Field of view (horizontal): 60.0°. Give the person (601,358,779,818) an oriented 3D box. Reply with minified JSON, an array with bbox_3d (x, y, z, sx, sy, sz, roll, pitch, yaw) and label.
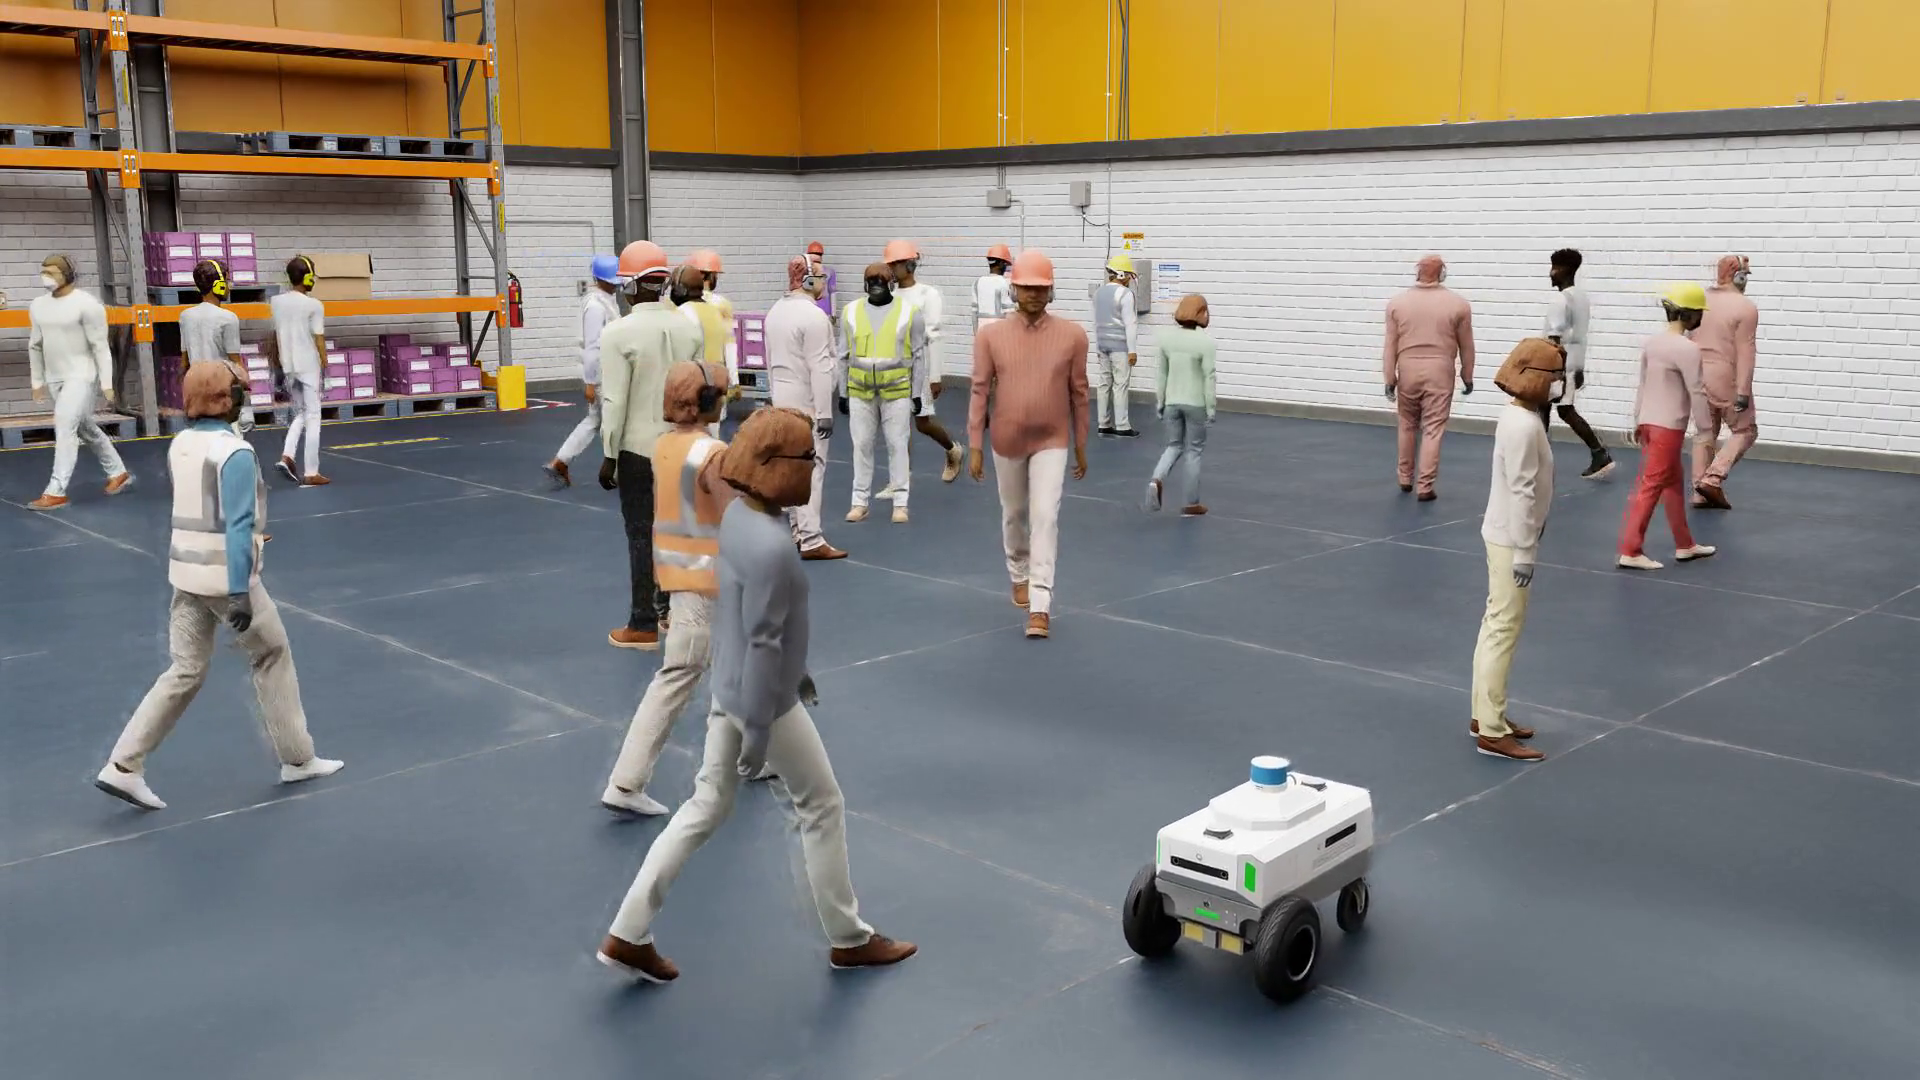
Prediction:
[{"bbox_3d":[-0.931,0.160,5.876,0.852,1.600,0.509,-6,12,-30],"label":"person"}]

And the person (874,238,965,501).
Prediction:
[{"bbox_3d":[-0.338,-1.328,12.921,0.624,2.012,0.875,8,13,37],"label":"person"}]

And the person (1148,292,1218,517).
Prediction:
[{"bbox_3d":[1.593,-0.953,11.869,0.519,1.618,0.497,9,14,41],"label":"person"}]

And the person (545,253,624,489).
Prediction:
[{"bbox_3d":[-2.897,-1.307,13.102,0.800,1.891,0.672,-1,10,-6],"label":"person"}]

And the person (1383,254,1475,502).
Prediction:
[{"bbox_3d":[3.645,-1.261,12.887,0.652,1.877,0.831,5,12,25],"label":"person"}]

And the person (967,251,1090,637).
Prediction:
[{"bbox_3d":[0.357,-0.531,8.700,0.634,1.947,1.039,1,10,3],"label":"person"}]

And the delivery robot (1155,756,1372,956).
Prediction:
[{"bbox_3d":[0.865,0.854,4.688,0.477,0.478,0.707,9,14,40],"label":"delivery robot"}]

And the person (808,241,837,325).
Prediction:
[{"bbox_3d":[-2.007,-3.204,23.306,0.552,1.932,0.377,-2,11,-10],"label":"person"}]

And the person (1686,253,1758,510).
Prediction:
[{"bbox_3d":[5.604,-1.146,12.215,0.422,1.893,0.645,-4,11,-22],"label":"person"}]

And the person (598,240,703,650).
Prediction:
[{"bbox_3d":[-1.519,-0.459,8.174,0.382,1.995,0.612,8,13,38],"label":"person"}]

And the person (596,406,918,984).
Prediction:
[{"bbox_3d":[-0.572,0.429,4.438,0.862,1.588,0.505,-4,11,-22],"label":"person"}]

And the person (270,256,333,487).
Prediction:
[{"bbox_3d":[-5.287,-1.346,13.393,0.557,1.851,0.407,3,11,18],"label":"person"}]

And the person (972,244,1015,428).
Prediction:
[{"bbox_3d":[0.380,-2.118,17.407,0.545,1.927,0.387,10,14,43],"label":"person"}]

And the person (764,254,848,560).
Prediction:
[{"bbox_3d":[-0.960,-0.832,10.447,0.399,1.908,0.643,-7,12,-33],"label":"person"}]

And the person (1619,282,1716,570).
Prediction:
[{"bbox_3d":[4.381,-0.674,10.033,0.795,1.732,0.556,-1,10,-5],"label":"person"}]

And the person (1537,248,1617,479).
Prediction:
[{"bbox_3d":[5.083,-1.475,13.906,0.952,1.930,0.616,8,13,36],"label":"person"}]

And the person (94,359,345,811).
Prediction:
[{"bbox_3d":[-2.711,0.156,5.931,0.529,1.597,0.823,8,13,38],"label":"person"}]

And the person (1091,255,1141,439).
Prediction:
[{"bbox_3d":[1.576,-1.927,16.645,0.404,1.824,0.586,-7,13,-34],"label":"person"}]

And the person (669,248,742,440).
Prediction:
[{"bbox_3d":[-1.940,-1.260,12.754,0.559,1.923,0.408,7,13,34],"label":"person"}]

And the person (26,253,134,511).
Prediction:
[{"bbox_3d":[-6.696,-1.214,12.568,0.640,1.896,1.026,4,11,19],"label":"person"}]

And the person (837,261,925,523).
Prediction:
[{"bbox_3d":[-0.566,-1.035,11.736,0.634,1.839,0.429,2,11,9],"label":"person"}]

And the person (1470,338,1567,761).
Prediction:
[{"bbox_3d":[2.187,0.027,6.507,0.285,1.631,0.502,3,11,14],"label":"person"}]

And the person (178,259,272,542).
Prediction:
[{"bbox_3d":[-4.828,-0.891,10.870,0.531,1.870,0.317,4,11,22],"label":"person"}]

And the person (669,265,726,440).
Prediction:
[{"bbox_3d":[-1.932,-0.965,11.430,0.752,1.811,0.656,4,11,22],"label":"person"}]
